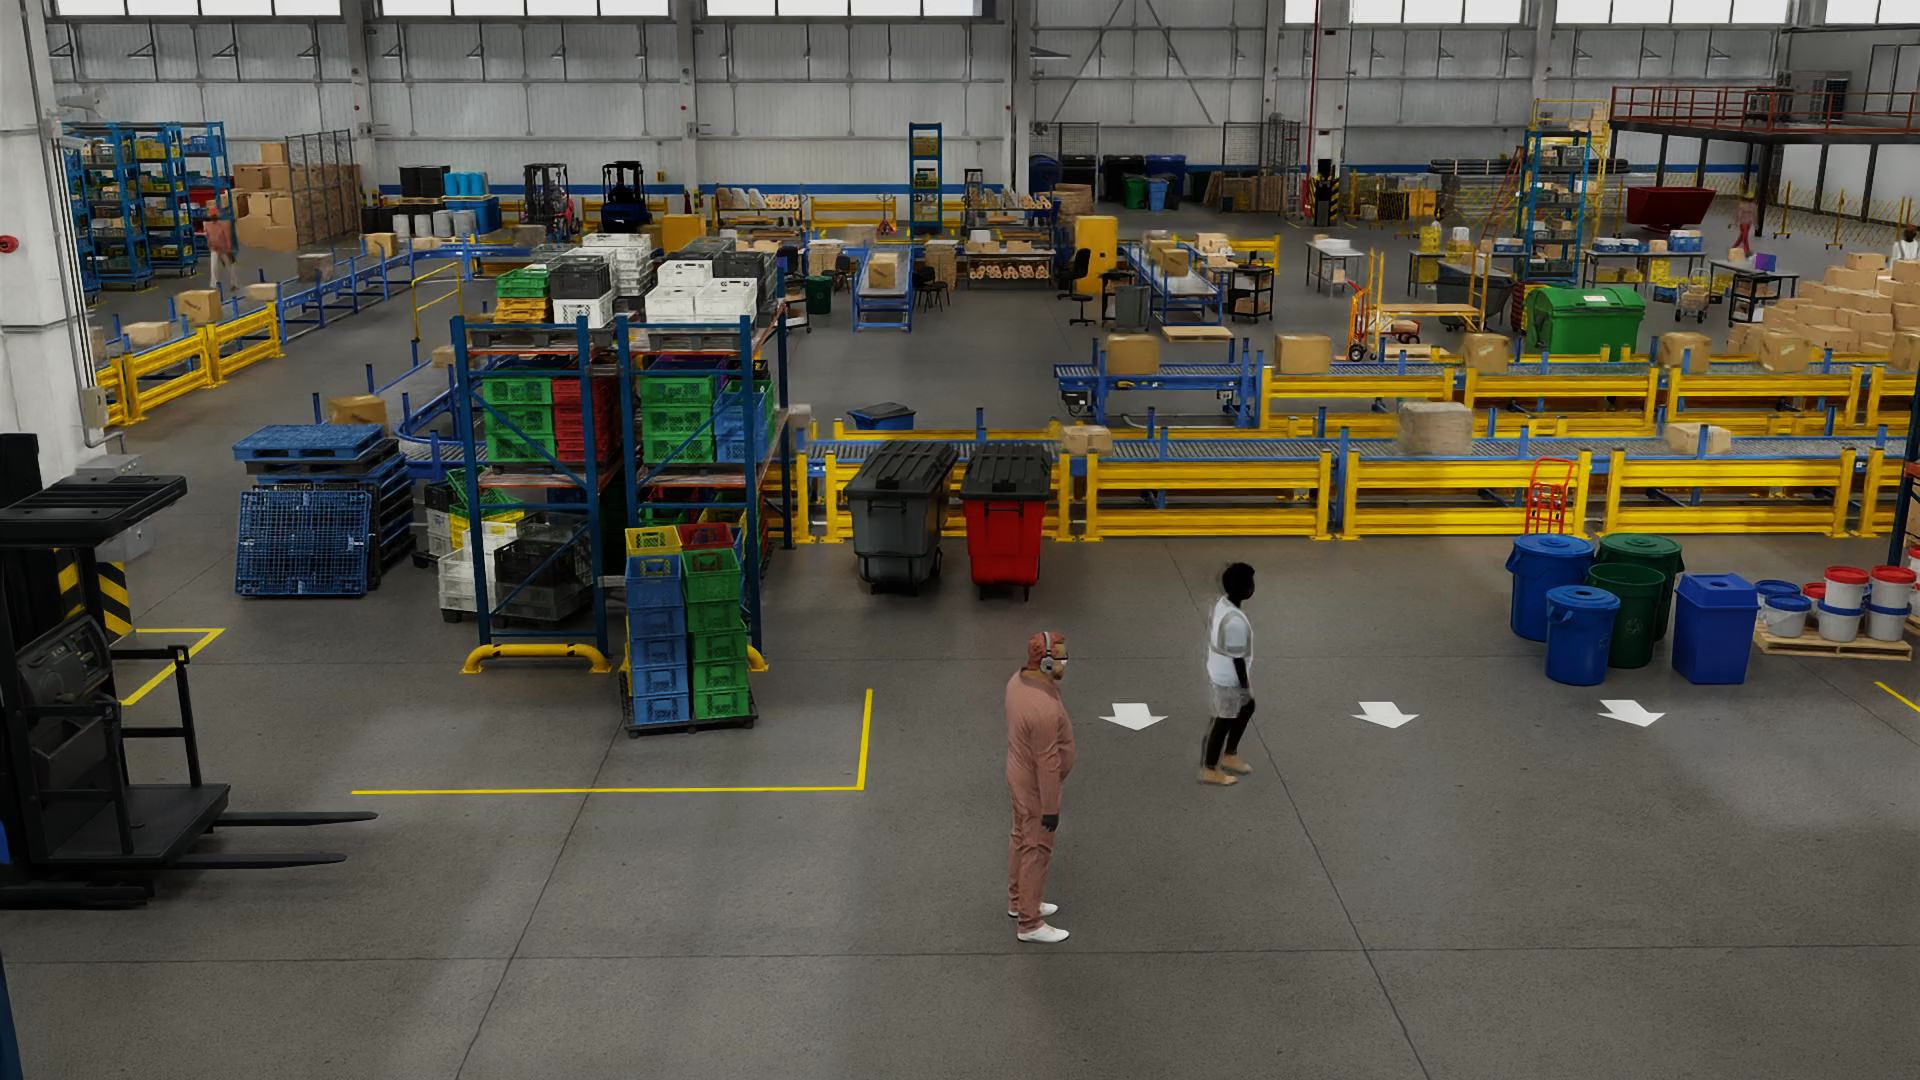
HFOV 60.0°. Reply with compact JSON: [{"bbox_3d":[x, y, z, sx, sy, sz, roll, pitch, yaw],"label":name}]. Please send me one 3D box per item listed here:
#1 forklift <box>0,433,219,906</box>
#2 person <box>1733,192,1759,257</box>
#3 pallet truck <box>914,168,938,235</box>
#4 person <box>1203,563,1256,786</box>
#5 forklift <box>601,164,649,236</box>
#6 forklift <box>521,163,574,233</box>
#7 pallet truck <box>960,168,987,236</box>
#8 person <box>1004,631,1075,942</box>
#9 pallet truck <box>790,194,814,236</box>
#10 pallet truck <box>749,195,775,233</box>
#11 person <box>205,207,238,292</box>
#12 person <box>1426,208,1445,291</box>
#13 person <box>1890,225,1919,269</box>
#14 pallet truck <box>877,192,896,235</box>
[{"bbox_3d":[-5.952,0.780,10.366,1.873,2.768,1.129,0,16,-1],"label":"forklift"},{"bbox_3d":[21.065,-8.469,44.586,0.527,1.721,0.938,-5,17,-18],"label":"person"},{"bbox_3d":[-0.989,-10.316,50.507,0.823,1.965,1.885,1,16,3],"label":"pallet truck"},{"bbox_3d":[1.987,0.965,11.854,0.521,1.673,0.548,0,16,1],"label":"person"},{"bbox_3d":[-9.948,-10.127,49.296,1.157,1.987,2.680,-1,16,-3],"label":"forklift"},{"bbox_3d":[-12.233,-10.122,49.298,1.157,1.987,2.680,0,16,-1],"label":"forklift"},{"bbox_3d":[0.383,-10.230,50.206,0.823,1.965,1.885,-1,16,-3],"label":"pallet truck"},{"bbox_3d":[0.483,1.443,9.820,0.399,1.900,0.636,-4,16,-13],"label":"person"},{"bbox_3d":[-4.814,-9.883,50.259,0.704,1.261,1.522,-1,16,-3],"label":"pallet truck"},{"bbox_3d":[-6.051,-9.967,50.660,0.680,1.201,1.601,0,16,-1],"label":"pallet truck"},{"bbox_3d":[-16.643,-6.514,37.397,0.638,1.941,1.019,1,16,5],"label":"person"},{"bbox_3d":[10.862,-6.643,37.966,0.335,1.873,0.520,5,17,17],"label":"person"},{"bbox_3d":[19.273,-5.492,33.975,0.590,1.864,0.652,0,16,1],"label":"person"},{"bbox_3d":[-2.277,-9.986,50.594,0.653,1.274,1.630,0,16,-1],"label":"pallet truck"}]
